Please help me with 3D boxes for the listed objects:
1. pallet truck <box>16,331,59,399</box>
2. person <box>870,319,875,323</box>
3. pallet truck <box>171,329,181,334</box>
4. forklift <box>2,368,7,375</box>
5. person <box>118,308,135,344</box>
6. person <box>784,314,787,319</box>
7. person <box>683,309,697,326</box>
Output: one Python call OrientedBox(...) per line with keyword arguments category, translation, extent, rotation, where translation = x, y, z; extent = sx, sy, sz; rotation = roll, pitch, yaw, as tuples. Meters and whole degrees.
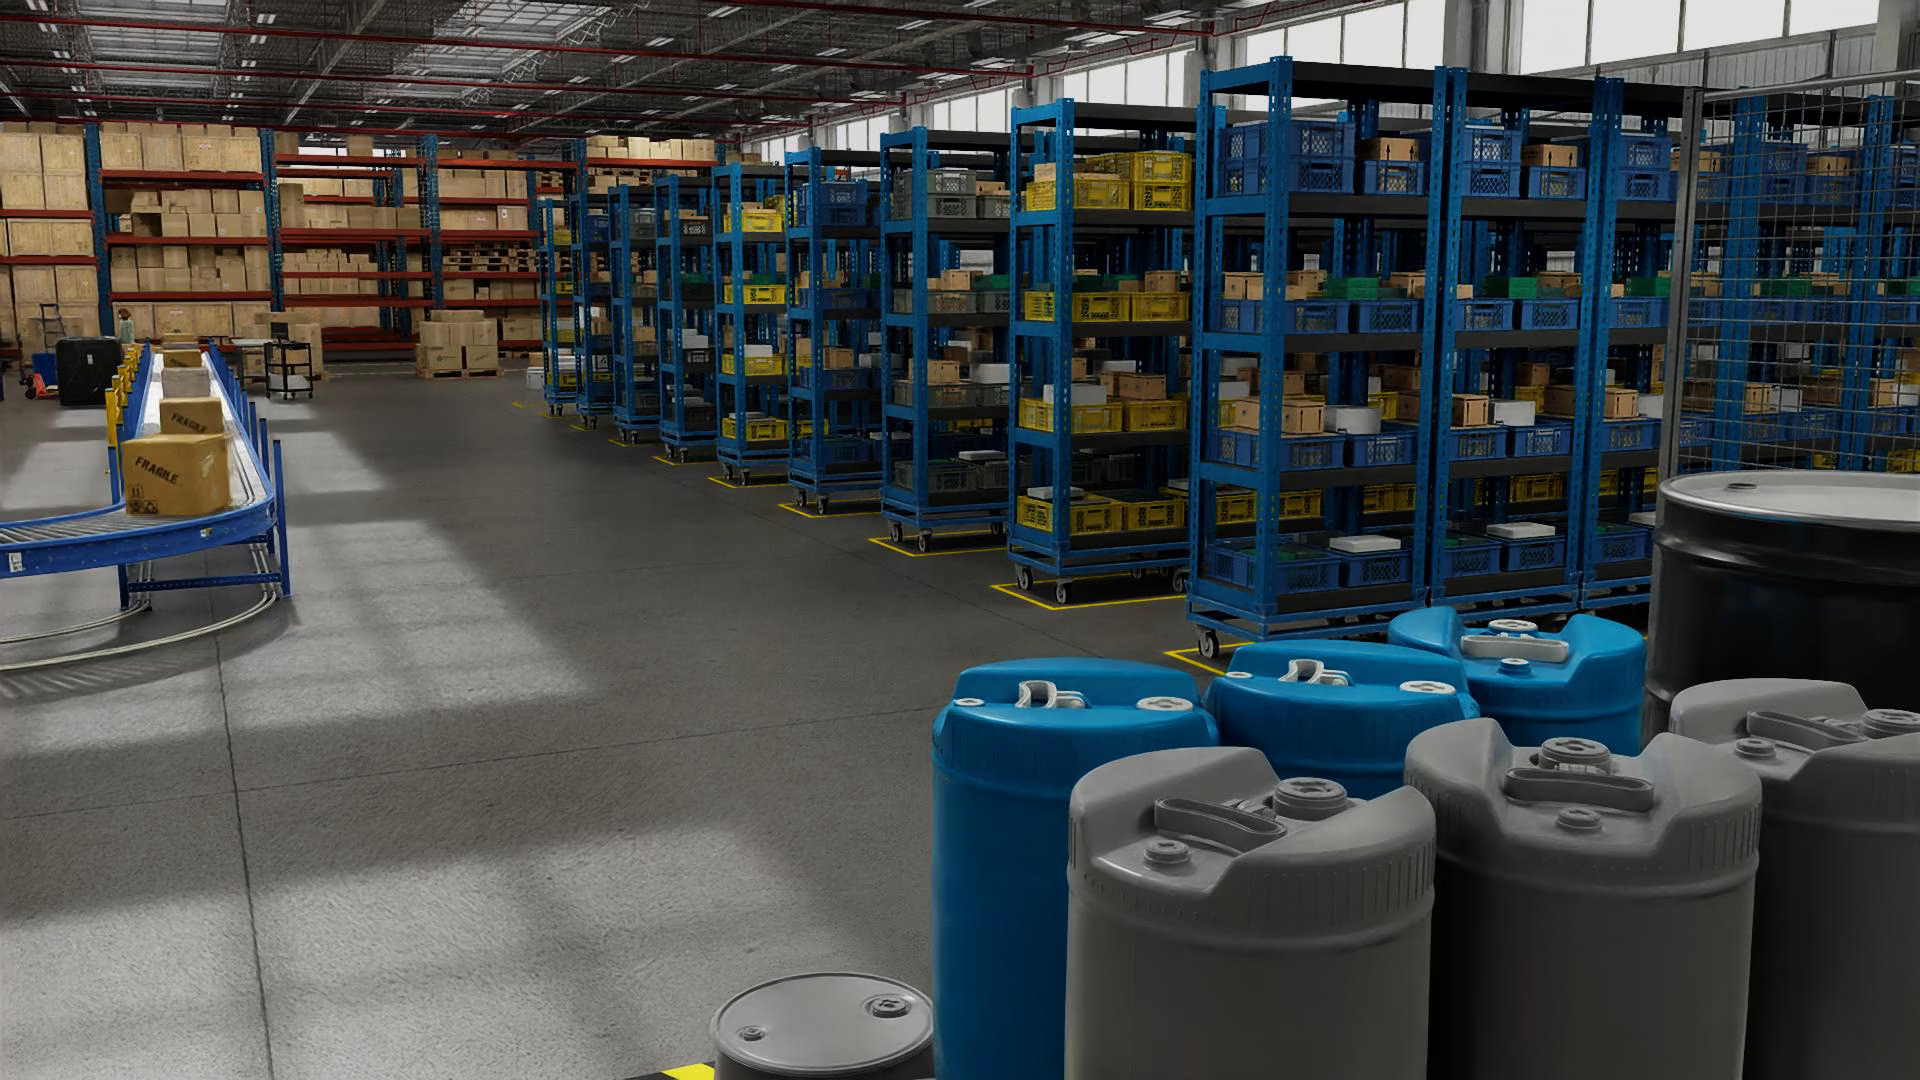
OrientedBox(category="pallet truck", translation=(-17.082, -3.353, 31.781), extent=(1.630, 1.274, 0.653), rotation=(-4, 10, -25))
OrientedBox(category="person", translation=(-2.572, -6.080, 47.384), extent=(0.505, 1.723, 0.529), rotation=(1, 9, 5))
OrientedBox(category="pallet truck", translation=(-17.275, -3.851, 35.096), extent=(1.601, 1.201, 0.680), rotation=(0, 9, 1))
OrientedBox(category="forklift", translation=(-23.230, -5.200, 38.347), extent=(1.873, 2.768, 1.129), rotation=(-4, 10, -25))
OrientedBox(category="person", translation=(-18.446, -4.328, 36.825), extent=(0.493, 1.625, 0.282), rotation=(8, 12, 40))
OrientedBox(category="person", translation=(-3.243, -3.800, 32.681), extent=(0.402, 1.906, 0.651), rotation=(0, 9, -2))
OrientedBox(category="person", translation=(-6.983, -5.544, 43.413), extent=(0.611, 1.937, 0.535), rotation=(6, 11, 34))
